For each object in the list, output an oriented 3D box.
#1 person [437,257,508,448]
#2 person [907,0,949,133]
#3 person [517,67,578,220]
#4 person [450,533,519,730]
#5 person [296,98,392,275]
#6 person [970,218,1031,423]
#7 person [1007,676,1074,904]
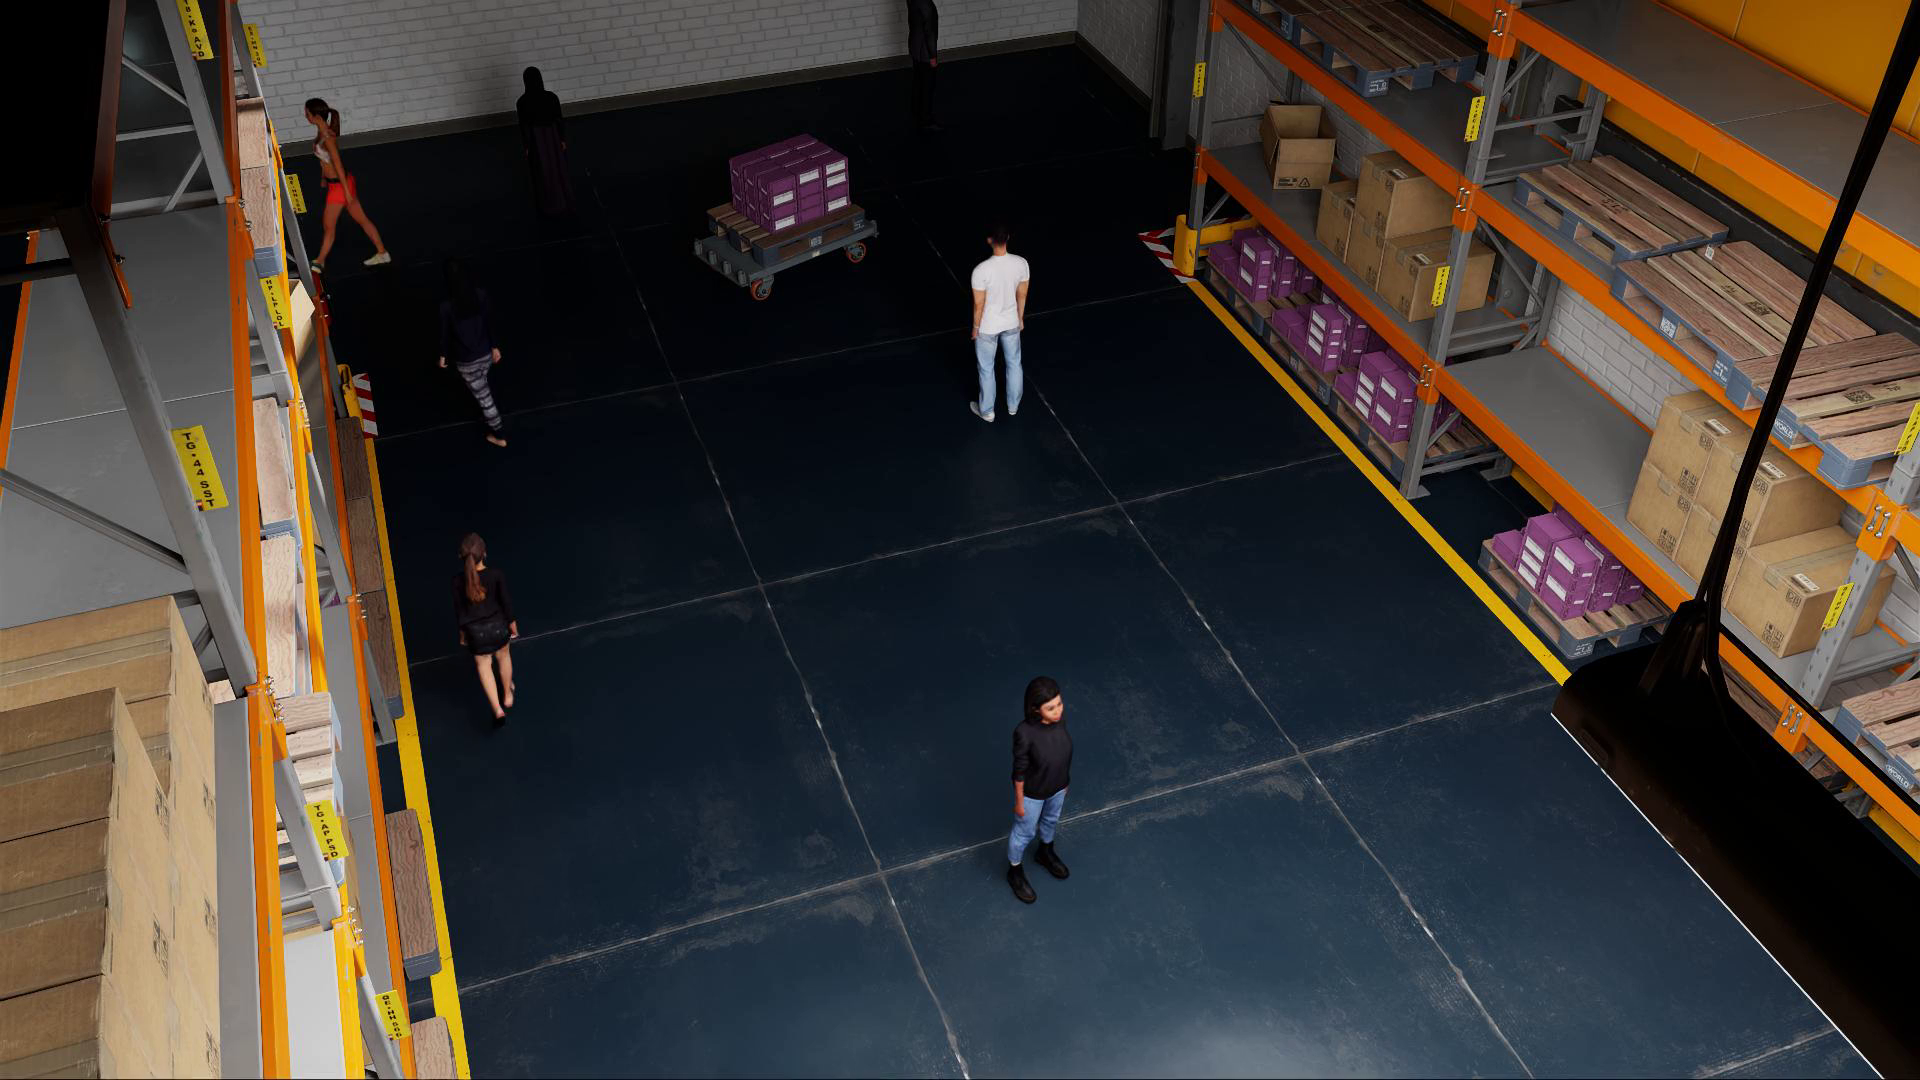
[{"bbox_3d":[-3.959,-1.505,13.672,0.955,1.714,0.838,28,46,30],"label":"person"},{"bbox_3d":[-0.398,-5.498,18.570,0.776,1.842,0.543,-15,41,-18],"label":"person"},{"bbox_3d":[-4.238,-4.055,16.944,0.576,1.614,0.564,-13,40,-15],"label":"person"},{"bbox_3d":[-3.169,0.623,11.145,0.556,1.541,0.840,-11,40,-14],"label":"person"},{"bbox_3d":[-5.873,-3.399,16.012,0.661,1.753,1.029,-13,40,-16],"label":"person"},{"bbox_3d":[0.323,-1.841,13.972,0.682,1.863,0.574,-16,41,-19],"label":"person"},{"bbox_3d":[0.473,1.466,9.965,0.629,1.696,0.642,-29,47,-31],"label":"person"}]
